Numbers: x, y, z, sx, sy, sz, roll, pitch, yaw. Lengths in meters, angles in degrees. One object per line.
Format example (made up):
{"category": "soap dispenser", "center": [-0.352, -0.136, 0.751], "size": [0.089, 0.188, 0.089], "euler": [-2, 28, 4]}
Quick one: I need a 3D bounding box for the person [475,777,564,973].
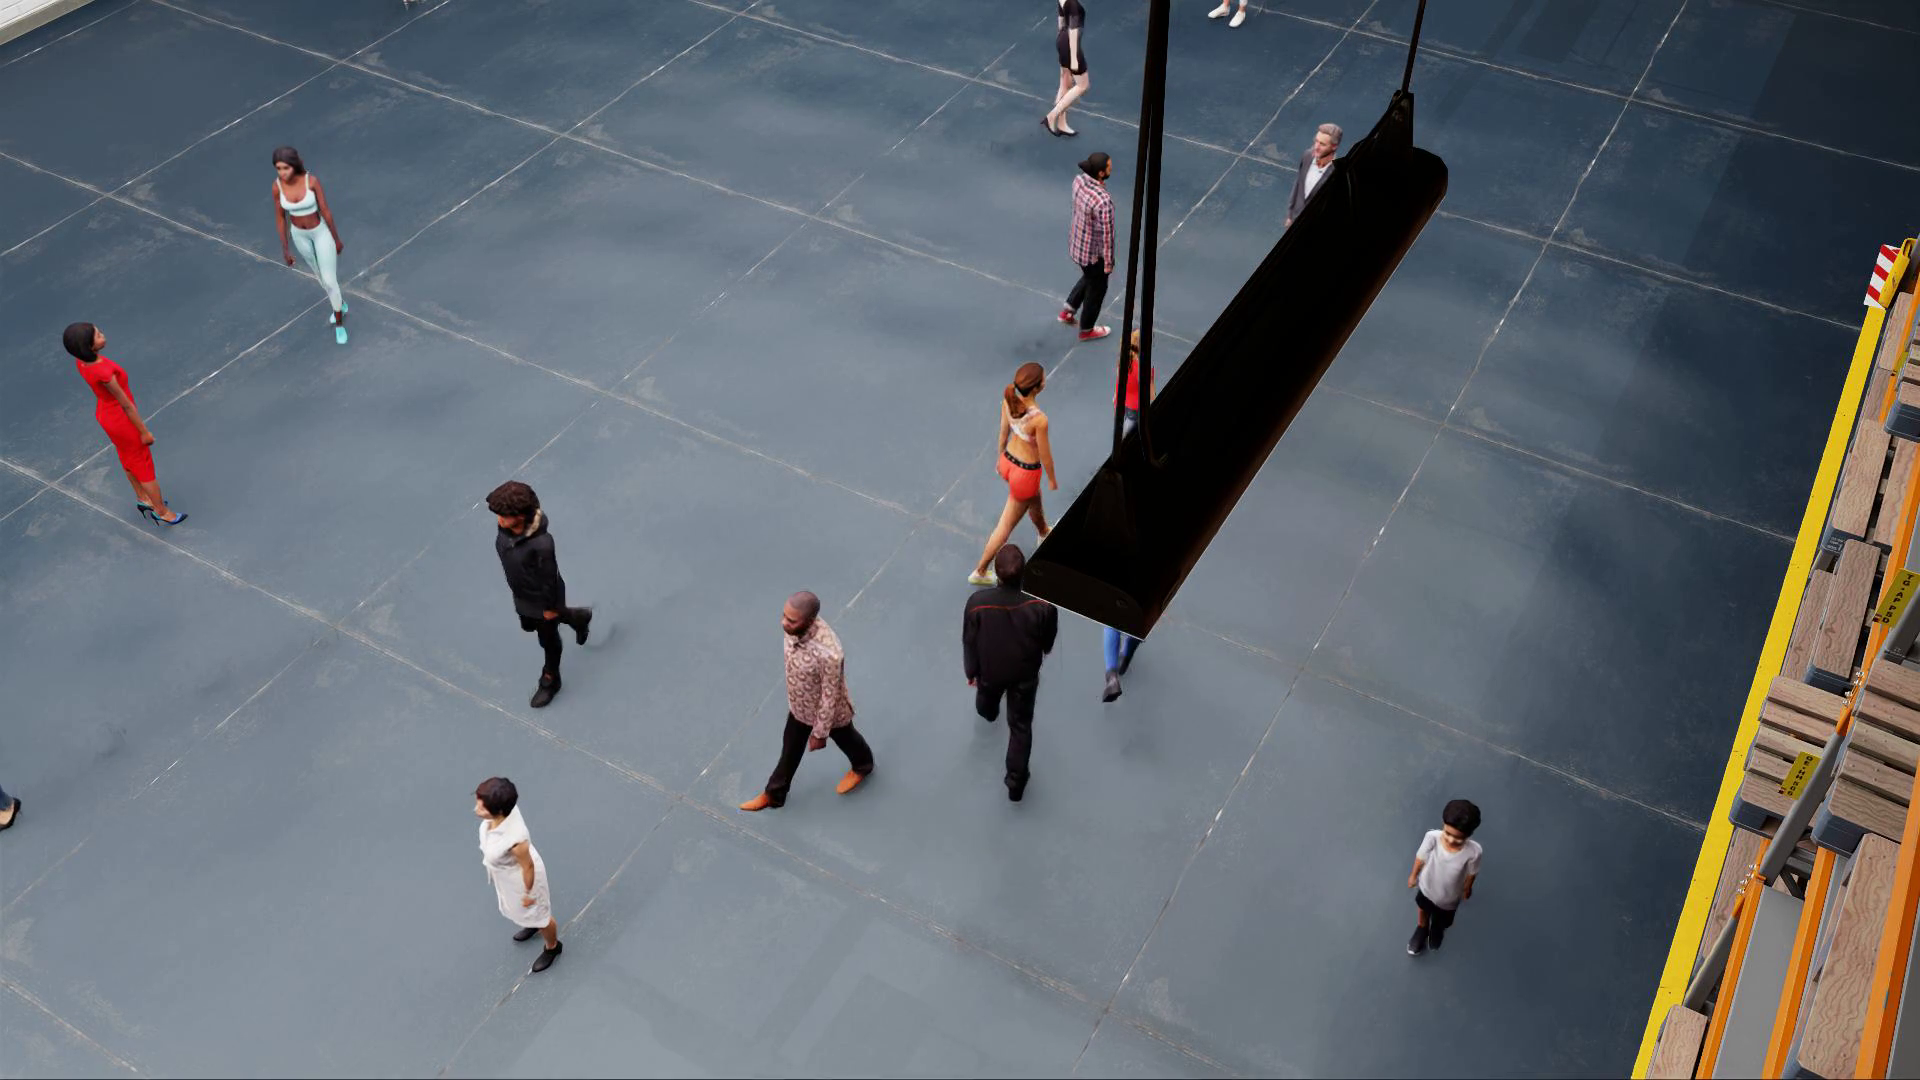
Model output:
{"category": "person", "center": [-2.437, 1.824, 9.182], "size": [0.651, 1.556, 0.636], "euler": [-24, 49, -23]}

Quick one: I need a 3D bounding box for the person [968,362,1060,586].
{"category": "person", "center": [0.355, -0.402, 11.382], "size": [1.237, 1.743, 0.908], "euler": [-27, 50, -25]}

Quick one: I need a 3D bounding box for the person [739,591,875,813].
{"category": "person", "center": [-0.766, 0.930, 9.967], "size": [1.239, 1.767, 0.969], "euler": [-30, 51, -28]}

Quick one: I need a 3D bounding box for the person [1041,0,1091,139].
{"category": "person", "center": [0.953, -4.608, 15.740], "size": [0.842, 1.822, 0.782], "euler": [-12, 45, -12]}

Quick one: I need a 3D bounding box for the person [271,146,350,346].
{"category": "person", "center": [-5.273, -2.498, 13.610], "size": [0.841, 1.706, 0.955], "euler": [-3, 44, -3]}

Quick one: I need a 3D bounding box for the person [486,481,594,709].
{"category": "person", "center": [-2.660, 0.277, 10.656], "size": [0.650, 1.762, 0.958], "euler": [26, 49, 24]}

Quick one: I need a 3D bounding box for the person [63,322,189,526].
{"category": "person", "center": [-5.954, -0.818, 11.819], "size": [0.604, 1.743, 0.551], "euler": [30, 51, 28]}

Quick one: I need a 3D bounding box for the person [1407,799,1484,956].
{"category": "person", "center": [2.739, 1.863, 9.362], "size": [0.490, 1.251, 0.490], "euler": [21, 48, 21]}

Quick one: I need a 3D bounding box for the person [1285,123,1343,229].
{"category": "person", "center": [2.889, -2.580, 13.598], "size": [0.742, 1.842, 0.795], "euler": [-29, 51, -27]}

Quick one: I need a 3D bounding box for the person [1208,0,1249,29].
{"category": "person", "center": [2.972, -6.314, 17.618], "size": [0.618, 1.703, 0.671], "euler": [-32, 52, -29]}

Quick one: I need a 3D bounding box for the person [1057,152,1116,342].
{"category": "person", "center": [0.998, -2.345, 13.416], "size": [0.883, 1.752, 0.852], "euler": [-19, 47, -19]}

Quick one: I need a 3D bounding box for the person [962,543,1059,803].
{"category": "person", "center": [0.300, 0.836, 10.052], "size": [1.104, 1.787, 1.295], "euler": [0, 44, 0]}

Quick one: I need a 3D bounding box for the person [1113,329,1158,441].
{"category": "person", "center": [1.223, -0.989, 12.329], "size": [0.872, 1.288, 0.703], "euler": [-26, 50, -25]}
